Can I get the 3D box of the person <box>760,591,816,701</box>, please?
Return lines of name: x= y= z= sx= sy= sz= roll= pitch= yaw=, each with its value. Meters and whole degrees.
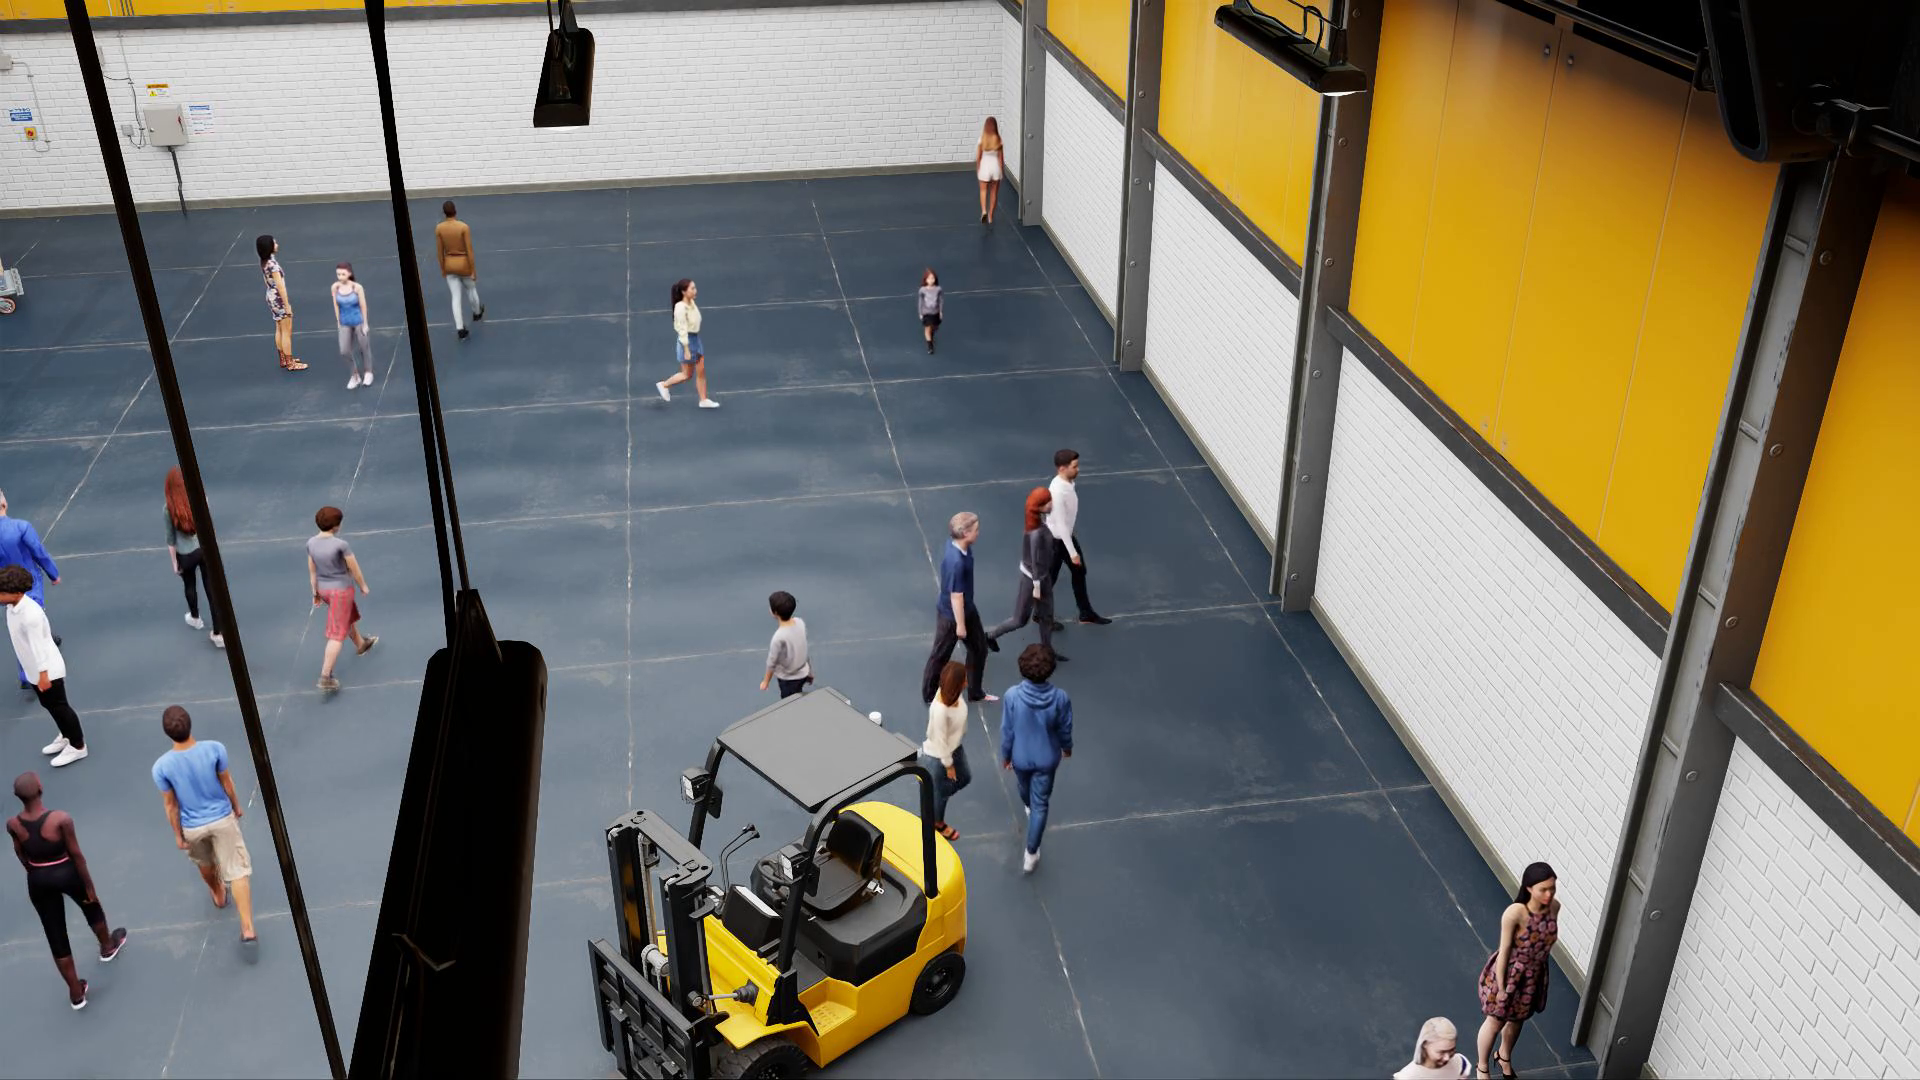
person: x=-1.282 y=1.157 z=13.484 sx=0.985 sy=1.505 sz=1.015 roll=12 pitch=31 yaw=22

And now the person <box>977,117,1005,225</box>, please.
person: x=0.465 y=-5.720 z=25.905 sx=0.677 sy=1.682 sz=0.883 roll=1 pitch=29 yaw=2

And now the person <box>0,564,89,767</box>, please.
person: x=-7.435 y=0.994 z=13.466 sx=0.680 sy=1.807 sz=0.767 roll=24 pitch=37 yaw=37

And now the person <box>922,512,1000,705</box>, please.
person: x=-0.121 y=0.610 z=14.149 sx=0.992 sy=1.828 sz=0.978 roll=7 pitch=29 yaw=13

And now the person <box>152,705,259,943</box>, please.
person: x=-5.214 y=2.002 z=11.584 sx=0.888 sy=1.840 sz=1.273 roll=-14 pitch=31 yaw=-23

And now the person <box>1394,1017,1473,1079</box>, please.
person: x=2.548 y=3.318 z=9.205 sx=0.684 sy=1.808 sz=0.595 roll=-11 pitch=31 yaw=-19

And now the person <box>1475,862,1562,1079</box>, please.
person: x=3.471 y=2.725 z=10.328 sx=0.731 sy=1.774 sz=0.747 roll=-12 pitch=31 yaw=-21

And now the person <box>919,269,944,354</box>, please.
person: x=-0.381 y=-2.993 z=21.514 sx=0.468 sy=1.100 sz=0.658 roll=-5 pitch=29 yaw=-10

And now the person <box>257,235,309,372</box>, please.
person: x=-8.532 y=-2.979 z=20.827 sx=0.732 sy=1.733 sz=0.604 roll=-21 pitch=35 yaw=-33

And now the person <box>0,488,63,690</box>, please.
person: x=-8.216 y=0.451 z=14.483 sx=0.882 sy=1.786 sz=1.233 roll=0 pitch=29 yaw=1

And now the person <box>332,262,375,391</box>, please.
person: x=-7.409 y=-2.669 z=20.401 sx=0.648 sy=1.597 sz=0.721 roll=0 pitch=29 yaw=1

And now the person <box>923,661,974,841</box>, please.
person: x=-0.194 y=1.582 z=12.544 sx=0.836 sy=1.659 sz=0.748 roll=8 pitch=30 yaw=15

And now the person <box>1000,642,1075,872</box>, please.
person: x=0.549 y=1.632 z=12.342 sx=0.957 sy=1.764 sz=1.251 roll=5 pitch=29 yaw=9

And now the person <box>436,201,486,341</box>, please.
person: x=-6.566 y=-3.487 z=21.716 sx=0.762 sy=1.774 sz=1.181 roll=-1 pitch=29 yaw=-1

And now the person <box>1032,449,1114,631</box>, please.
person: x=0.809 y=0.002 z=15.244 sx=0.988 sy=1.847 sz=1.018 roll=11 pitch=31 yaw=20

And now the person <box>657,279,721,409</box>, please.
person: x=-3.280 y=-2.303 z=19.715 sx=0.918 sy=1.611 sz=1.005 roll=5 pitch=29 yaw=9

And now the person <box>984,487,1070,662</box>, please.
person: x=0.584 y=0.339 z=14.716 sx=0.918 sy=1.760 sz=1.042 roll=3 pitch=29 yaw=6

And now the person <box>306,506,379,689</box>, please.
person: x=-5.481 y=0.532 z=14.522 sx=0.946 sy=1.607 sz=1.257 roll=7 pitch=29 yaw=13

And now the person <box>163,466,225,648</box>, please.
person: x=-6.860 y=0.184 z=15.057 sx=0.864 sy=1.705 sz=1.013 roll=-22 pitch=36 yaw=-35

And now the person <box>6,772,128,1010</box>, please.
person: x=-6.013 y=2.355 z=11.043 sx=0.619 sy=1.739 sz=0.953 roll=-8 pitch=30 yaw=-15
